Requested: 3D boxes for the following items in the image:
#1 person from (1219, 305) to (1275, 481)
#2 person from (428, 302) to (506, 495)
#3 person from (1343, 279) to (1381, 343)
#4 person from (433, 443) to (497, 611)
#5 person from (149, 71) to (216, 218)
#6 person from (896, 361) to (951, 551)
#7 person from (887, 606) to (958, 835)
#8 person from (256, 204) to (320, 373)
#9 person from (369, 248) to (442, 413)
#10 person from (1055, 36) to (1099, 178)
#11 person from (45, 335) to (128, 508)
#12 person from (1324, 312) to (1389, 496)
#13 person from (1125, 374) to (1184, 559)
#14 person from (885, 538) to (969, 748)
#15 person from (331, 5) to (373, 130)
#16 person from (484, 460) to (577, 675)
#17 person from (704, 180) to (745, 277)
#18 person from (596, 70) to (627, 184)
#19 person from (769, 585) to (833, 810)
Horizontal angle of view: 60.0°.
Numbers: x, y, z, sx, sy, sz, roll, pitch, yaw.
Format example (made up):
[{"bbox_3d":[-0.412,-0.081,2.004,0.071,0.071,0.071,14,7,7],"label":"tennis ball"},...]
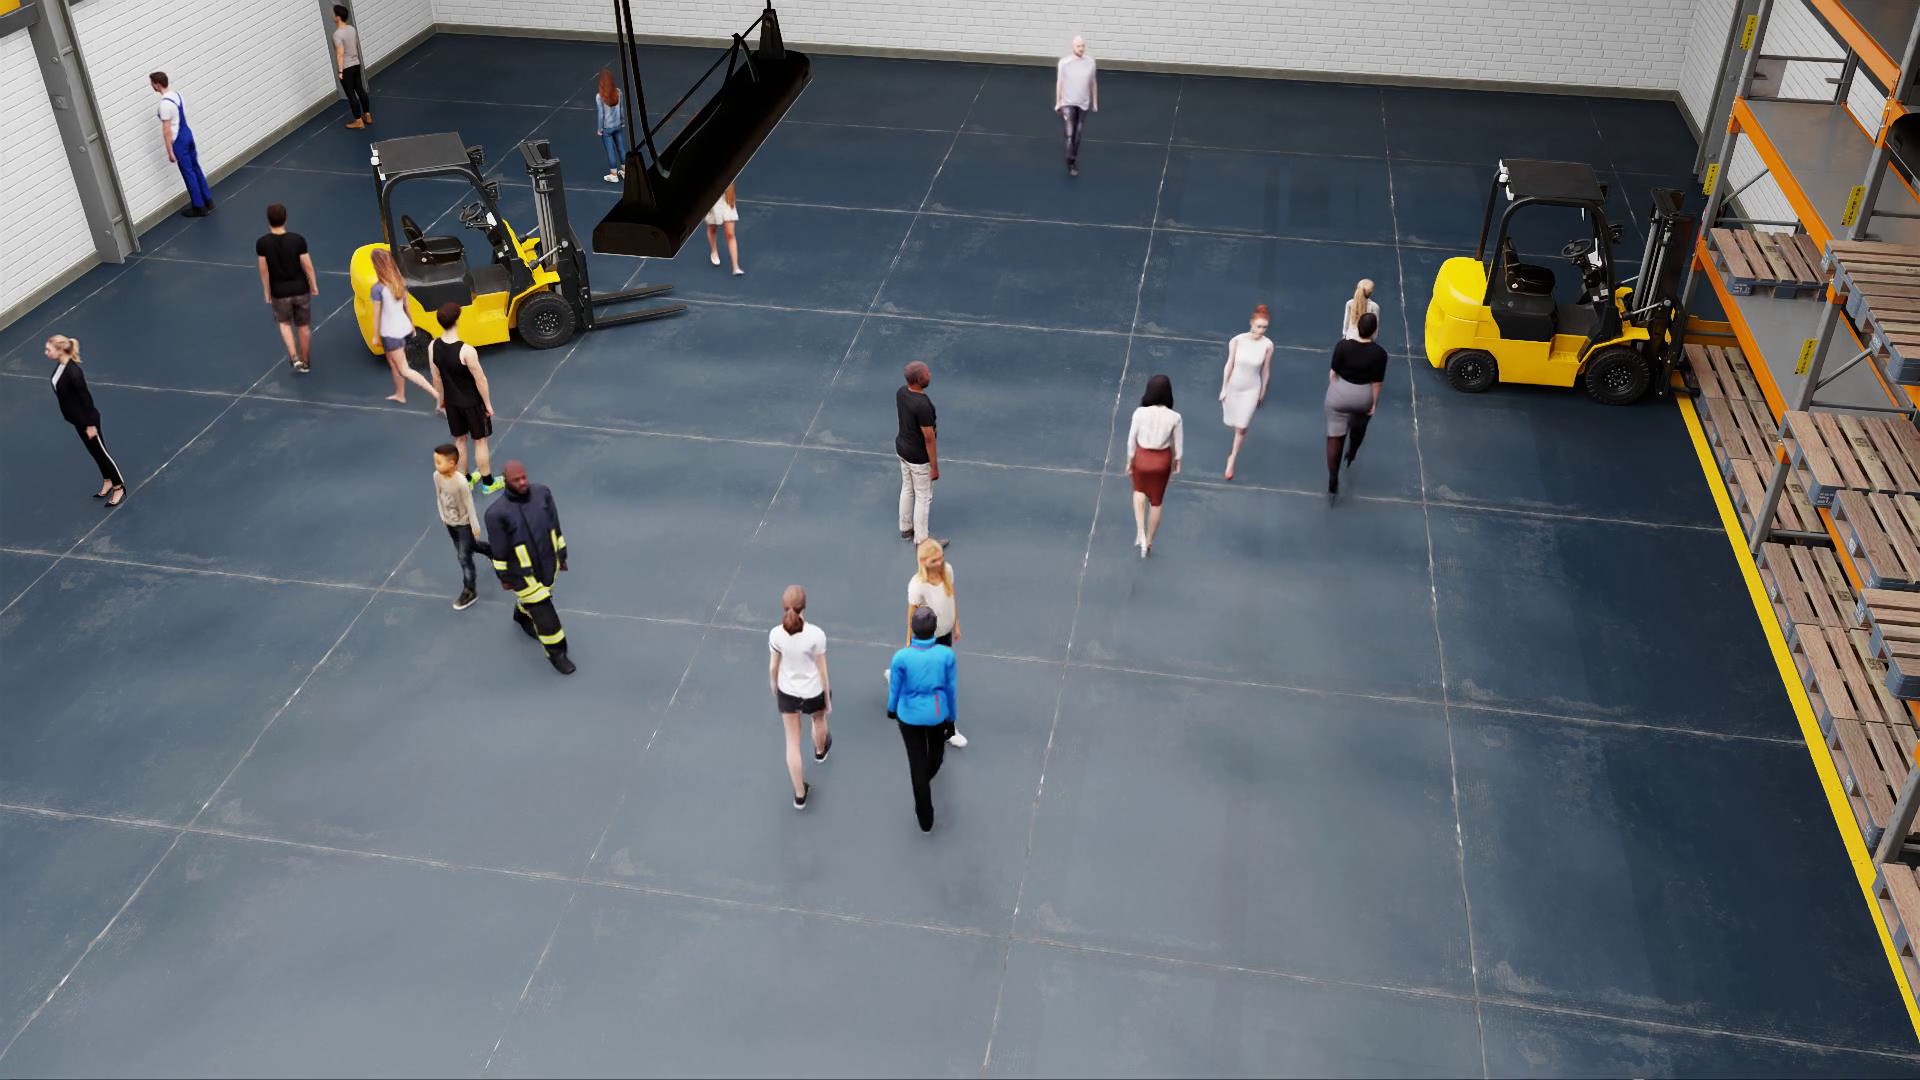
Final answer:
[{"bbox_3d":[2.649,-1.406,15.493,0.627,1.772,0.875,8,34,12],"label":"person"},{"bbox_3d":[-4.533,-1.281,15.197,0.710,1.892,0.604,9,35,13],"label":"person"},{"bbox_3d":[4.060,-2.070,16.941,0.546,1.275,0.572,13,36,19],"label":"person"},{"bbox_3d":[-4.137,-0.181,13.950,0.773,1.441,1.010,16,37,23],"label":"person"},{"bbox_3d":[-9.710,-4.950,20.756,0.705,1.849,0.521,4,34,5],"label":"person"},{"bbox_3d":[-0.378,-0.742,14.465,0.818,1.805,0.751,-20,38,-27],"label":"person"},{"bbox_3d":[-0.238,1.283,11.454,0.873,1.764,1.111,-8,34,-11],"label":"person"},{"bbox_3d":[-6.896,-2.531,17.120,0.897,1.846,0.975,-15,36,-21],"label":"person"},{"bbox_3d":[-5.526,-2.033,16.512,0.765,1.688,1.014,10,35,14],"label":"person"},{"bbox_3d":[1.507,-5.806,22.084,0.956,1.804,1.153,-8,34,-12],"label":"person"},{"bbox_3d":[-7.921,-1.085,15.070,0.721,1.706,0.698,-28,43,-35],"label":"person"},{"bbox_3d":[3.578,-1.216,15.258,0.693,1.716,1.142,7,34,11],"label":"person"},{"bbox_3d":[1.642,-0.579,14.280,0.621,1.737,0.584,5,34,8],"label":"person"},{"bbox_3d":[-0.276,0.699,12.316,0.979,1.783,1.093,23,40,30],"label":"person"},{"bbox_3d":[-8.635,-6.696,23.494,0.696,1.725,0.504,10,35,15],"label":"person"},{"bbox_3d":[-3.436,0.132,13.166,1.208,1.787,1.246,28,43,36],"label":"person"},{"bbox_3d":[-2.858,-3.950,19.409,0.960,1.675,1.185,-11,35,-16],"label":"person"},{"bbox_3d":[-4.576,-5.440,21.830,0.708,1.476,0.605,27,42,34],"label":"person"},{"bbox_3d":[-1.125,1.150,11.696,0.698,1.719,1.014,1,34,1],"label":"person"}]
